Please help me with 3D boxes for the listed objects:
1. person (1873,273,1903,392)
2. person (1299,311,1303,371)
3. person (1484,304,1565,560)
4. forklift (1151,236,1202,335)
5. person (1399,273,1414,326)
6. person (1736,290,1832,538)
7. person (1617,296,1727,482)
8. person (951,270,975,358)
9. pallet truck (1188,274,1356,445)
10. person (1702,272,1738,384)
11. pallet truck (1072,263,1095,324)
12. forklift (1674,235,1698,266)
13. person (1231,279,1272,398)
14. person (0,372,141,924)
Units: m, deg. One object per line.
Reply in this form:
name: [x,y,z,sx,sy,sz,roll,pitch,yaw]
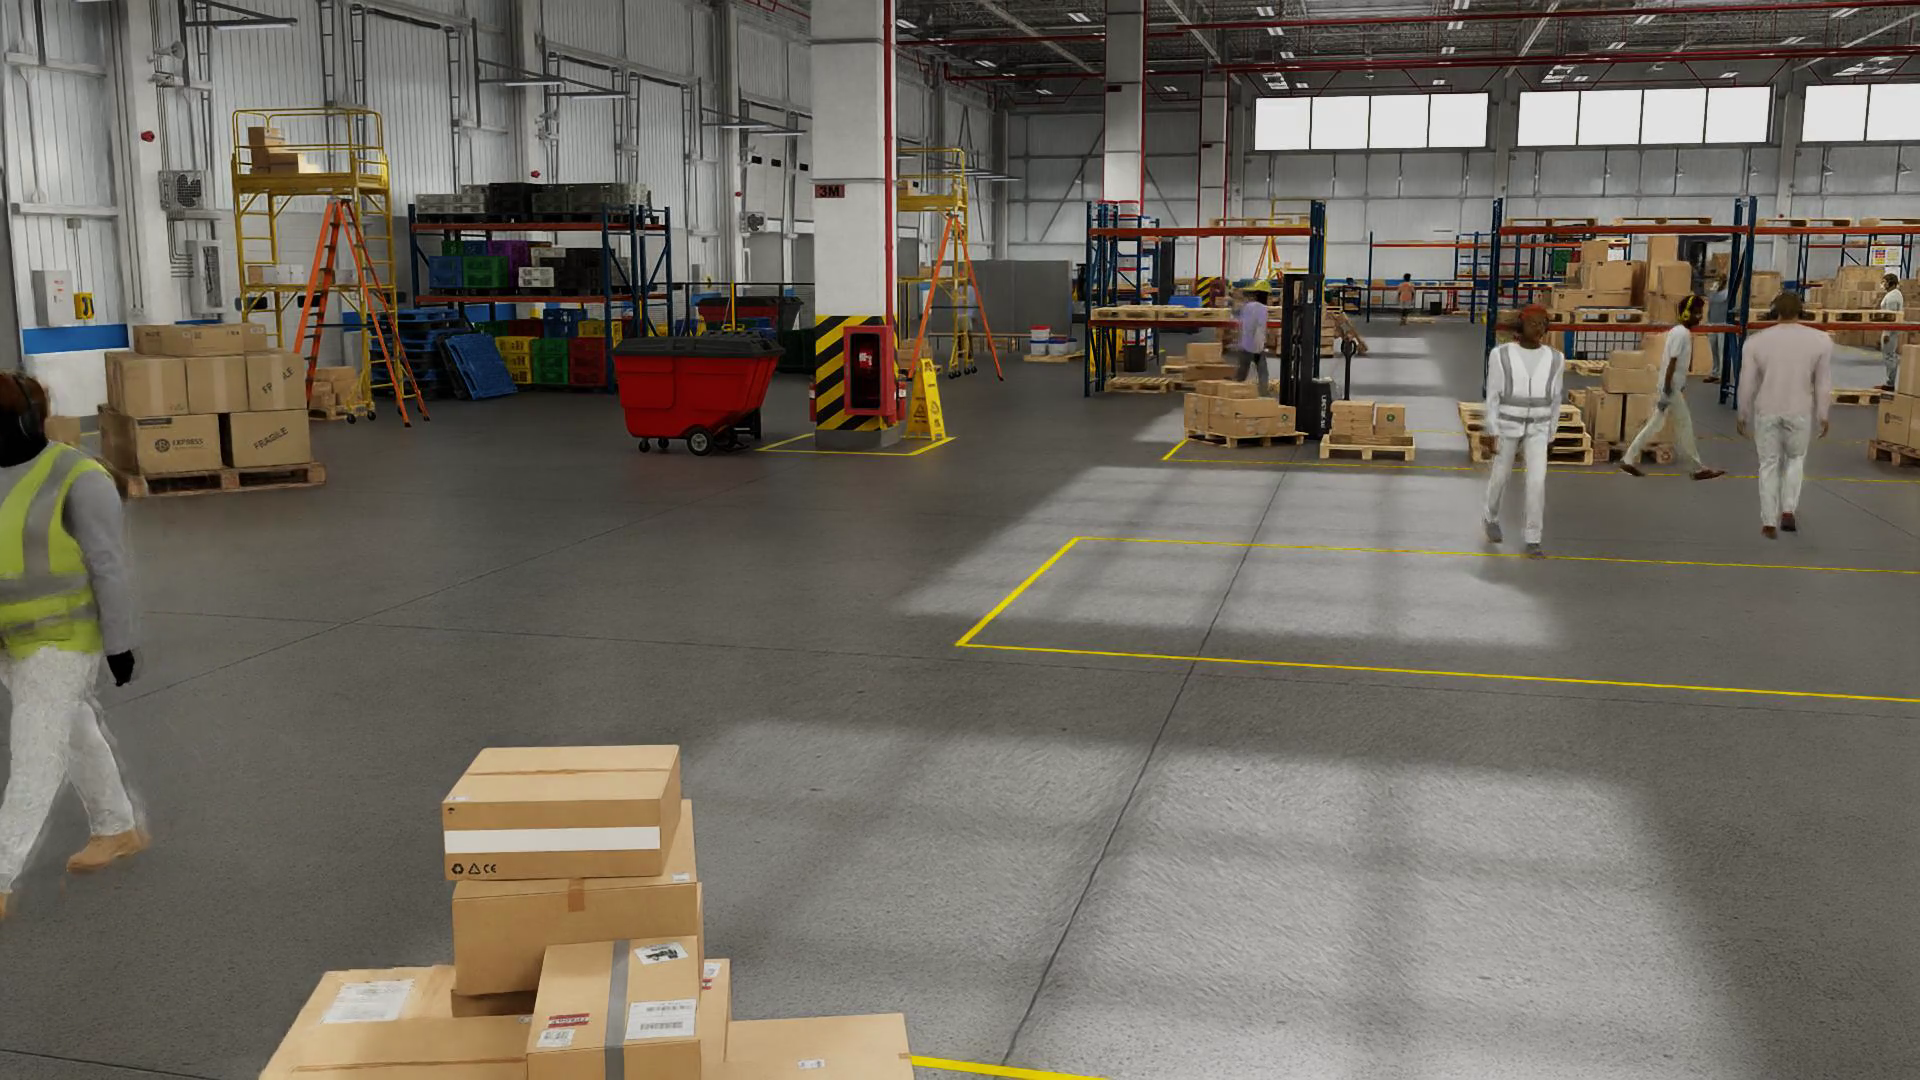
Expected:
person: [15.171,-3.385,27.150,0.378,1.931,0.624,6,11,30]
person: [6.681,-4.091,31.862,0.321,1.736,0.485,7,12,35]
person: [4.145,-0.827,12.317,0.568,1.854,0.914,1,10,5]
forklift: [5.866,-7.214,46.878,1.873,2.768,1.129,2,10,14]
person: [14.222,-7.676,53.096,0.540,1.687,0.448,8,12,38]
person: [6.405,-0.978,12.980,0.665,1.919,0.551,4,10,20]
person: [6.972,-1.476,16.246,0.966,1.827,0.603,4,10,20]
person: [0.074,-4.882,36.000,0.553,1.919,0.808,-2,10,-10]
pallet truck: [3.653,-2.138,19.590,1.885,1.965,0.823,-4,10,-20]
person: [13.120,-3.649,28.711,0.367,1.931,0.630,-3,10,-16]
pallet truck: [4.325,-8.180,55.162,0.823,1.965,1.885,6,11,31]
forklift: [21.261,-7.558,48.905,1.129,2.768,1.873,-8,13,-40]
person: [4.059,-2.728,23.430,0.911,1.884,0.603,-4,10,-23]
person: [-3.175,0.343,5.580,0.643,1.787,0.974,4,10,20]
